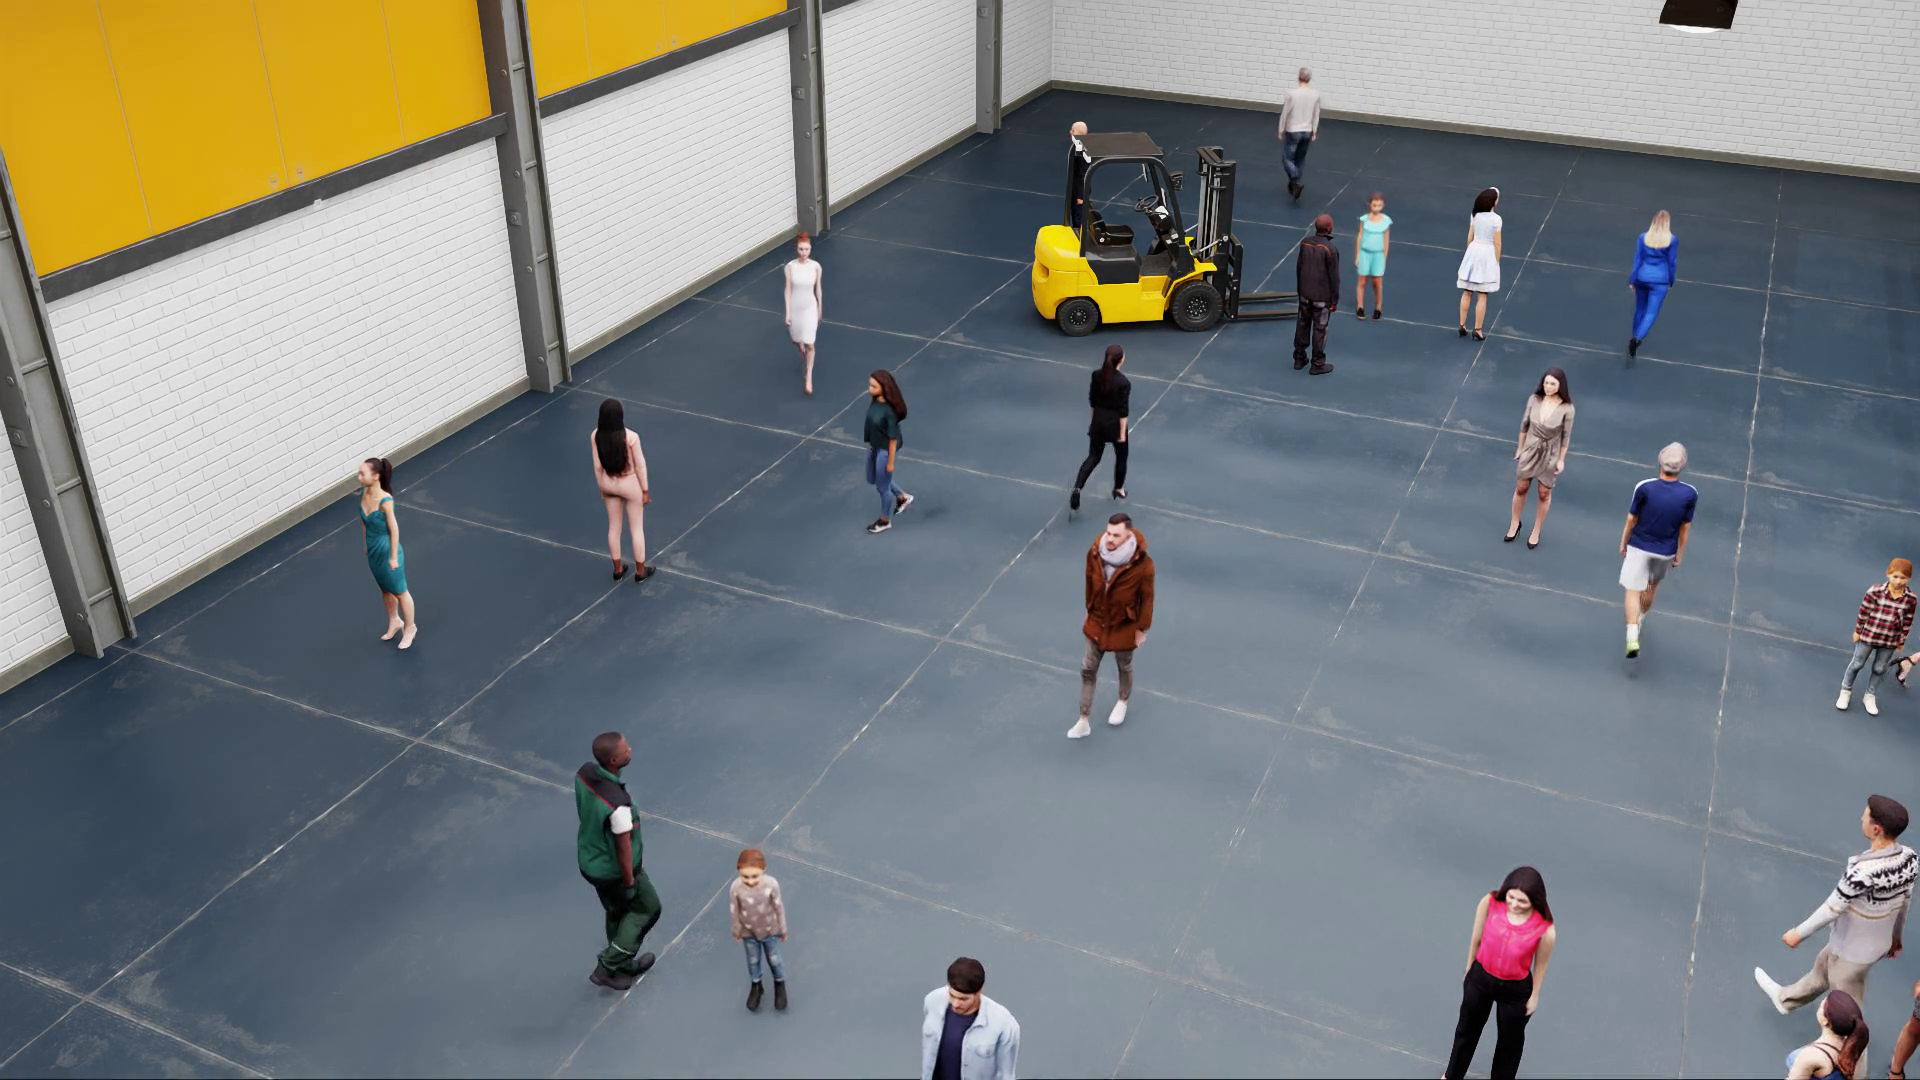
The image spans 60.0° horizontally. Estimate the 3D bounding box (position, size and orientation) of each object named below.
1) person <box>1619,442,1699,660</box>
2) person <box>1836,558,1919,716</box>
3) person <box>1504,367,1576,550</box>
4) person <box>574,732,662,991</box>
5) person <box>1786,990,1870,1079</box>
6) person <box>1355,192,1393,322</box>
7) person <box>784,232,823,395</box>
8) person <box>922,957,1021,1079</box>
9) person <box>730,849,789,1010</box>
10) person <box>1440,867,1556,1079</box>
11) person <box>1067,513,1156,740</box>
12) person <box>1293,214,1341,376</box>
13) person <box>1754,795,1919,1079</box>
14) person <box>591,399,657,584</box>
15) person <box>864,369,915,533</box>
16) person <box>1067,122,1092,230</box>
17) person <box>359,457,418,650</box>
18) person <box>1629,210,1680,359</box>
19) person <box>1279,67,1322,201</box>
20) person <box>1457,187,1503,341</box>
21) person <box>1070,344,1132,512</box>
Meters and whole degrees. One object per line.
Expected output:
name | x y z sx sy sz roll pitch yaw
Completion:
person | 5.558 0.109 13.336 0.801 1.813 1.179 6 29 11
person | 7.054 0.716 12.753 0.537 1.305 0.530 10 30 18
person | 5.237 -0.752 14.984 0.643 1.745 0.582 21 35 33
person | -2.140 1.965 9.924 0.861 1.822 0.812 -23 36 -35
person | 4.266 2.955 8.344 0.862 1.596 0.917 -10 30 -18
person | 4.965 -3.464 20.157 0.592 1.553 0.654 7 29 12
person | -1.721 -2.499 18.167 0.902 1.764 1.114 -3 29 -5
person | 0.061 2.759 8.507 0.683 1.786 0.937 13 31 22
person | -1.195 2.302 9.968 0.557 1.189 0.584 -1 29 -1
person | 2.979 2.462 9.176 0.618 1.666 0.565 19 34 30
person | 1.189 0.585 12.460 0.706 1.816 0.910 13 31 22
person | 3.977 -2.758 18.579 0.746 1.825 0.785 -25 37 -38
person | 5.085 2.314 9.284 1.177 1.822 1.135 -17 33 -28
person | -2.931 -0.430 14.420 0.660 1.721 0.601 6 29 12
person | -0.629 -0.836 15.283 0.864 1.608 0.792 -13 31 -23
person | 1.574 -4.658 22.088 0.841 1.800 0.730 -4 29 -8
person | -4.658 0.103 13.480 0.596 1.685 0.559 21 35 33
person | 7.875 -2.898 18.989 0.783 1.678 1.132 20 35 32
person | 4.962 -5.900 24.272 1.103 1.890 1.230 -5 29 -9
person | 6.086 -3.222 19.436 0.851 1.819 0.815 -23 36 -36
person | 1.330 -1.005 15.567 0.780 1.632 1.107 21 35 33
